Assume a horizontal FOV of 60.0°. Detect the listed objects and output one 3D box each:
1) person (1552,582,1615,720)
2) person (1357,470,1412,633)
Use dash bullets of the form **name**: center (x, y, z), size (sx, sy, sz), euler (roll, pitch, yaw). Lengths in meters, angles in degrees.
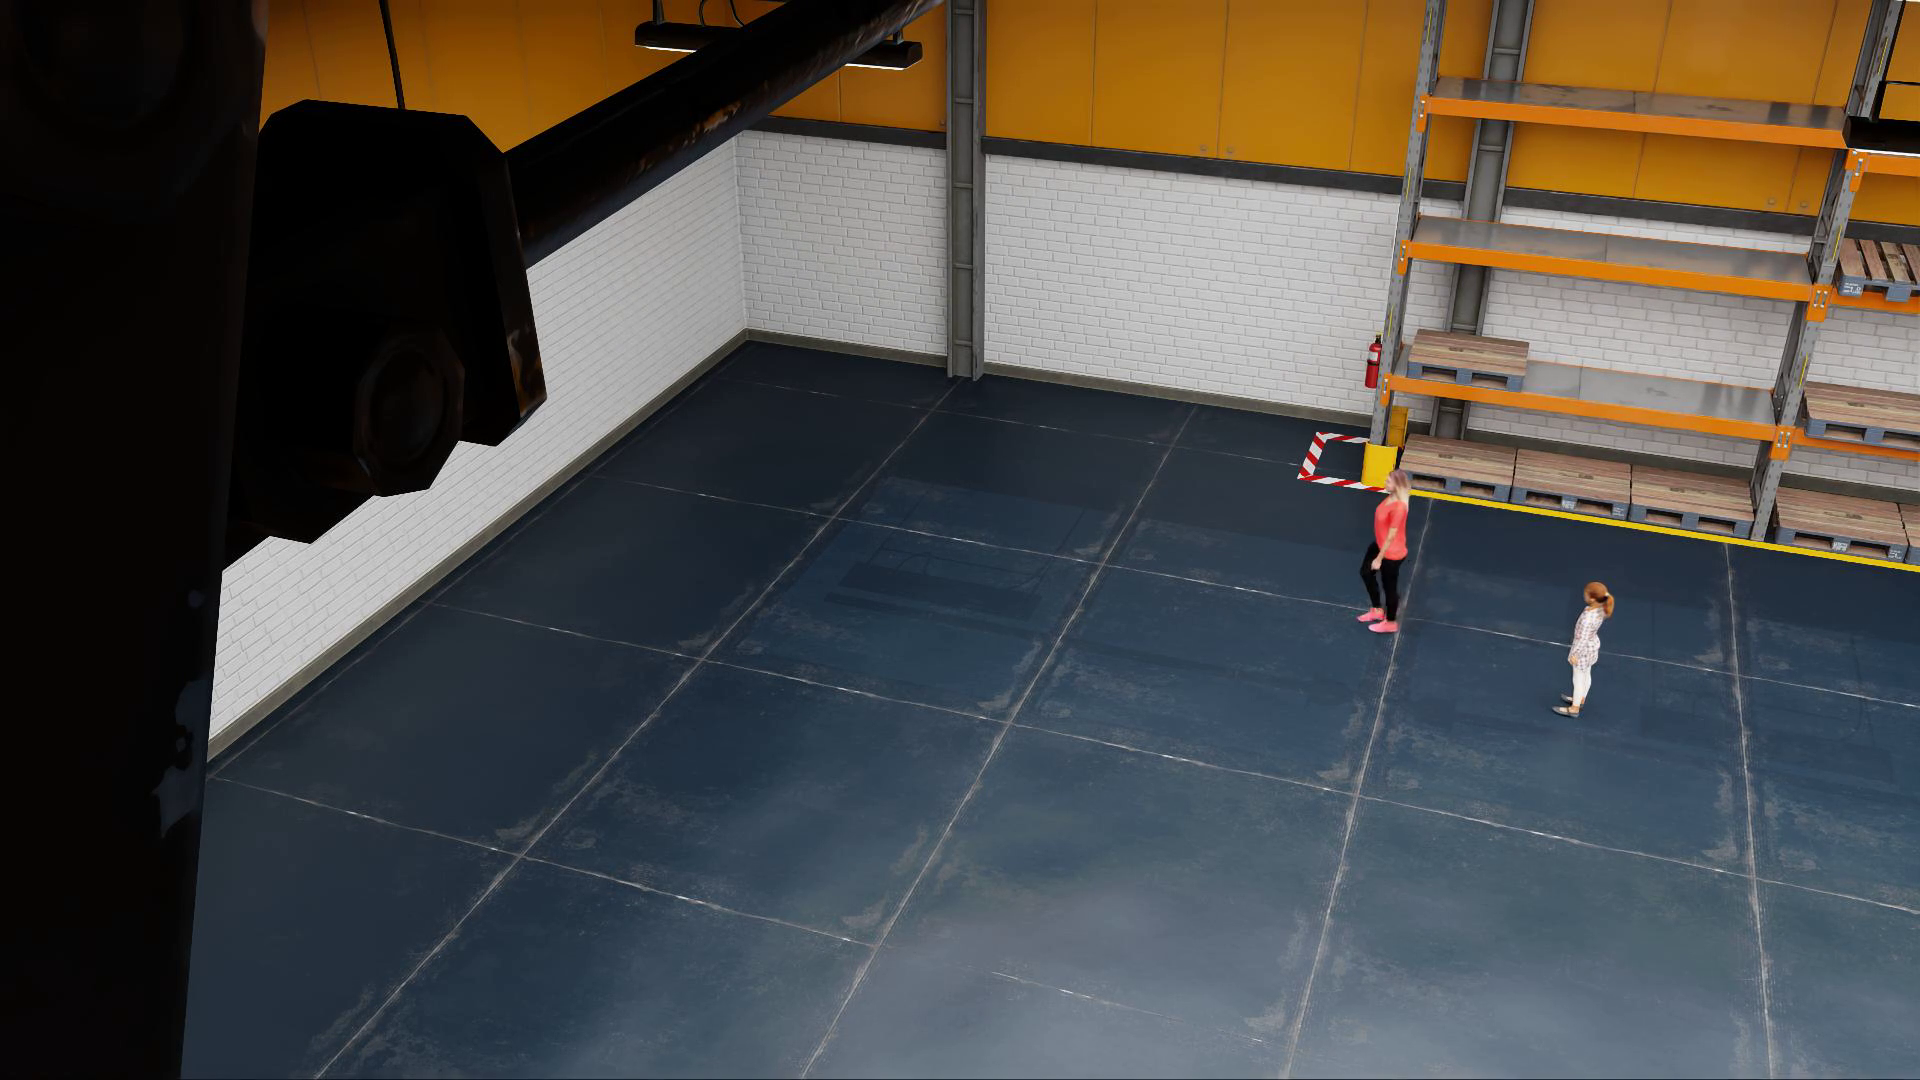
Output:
- **person**: center (5.401, 0.935, 14.344), size (0.604, 1.312, 0.589), euler (20, 35, 33)
- **person**: center (4.072, 0.122, 15.448), size (0.709, 1.682, 0.682), euler (1, 29, 2)
